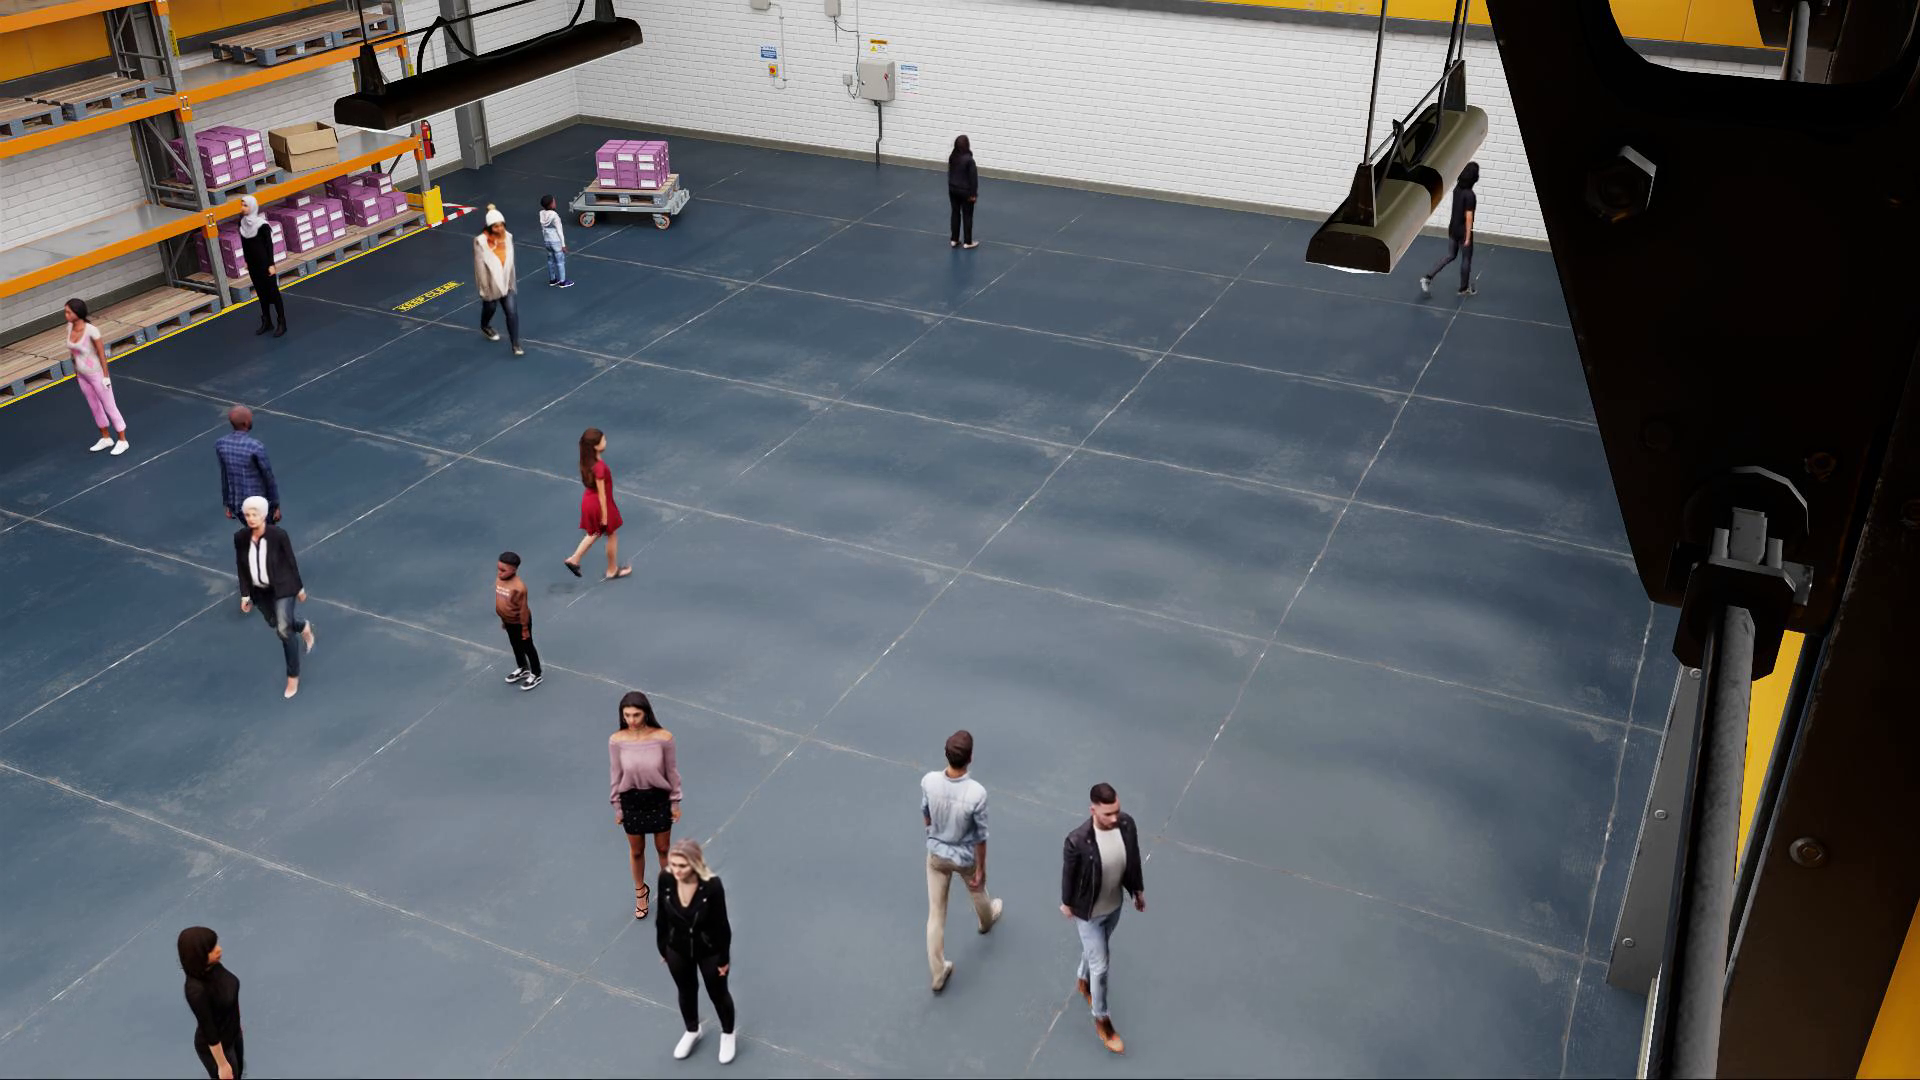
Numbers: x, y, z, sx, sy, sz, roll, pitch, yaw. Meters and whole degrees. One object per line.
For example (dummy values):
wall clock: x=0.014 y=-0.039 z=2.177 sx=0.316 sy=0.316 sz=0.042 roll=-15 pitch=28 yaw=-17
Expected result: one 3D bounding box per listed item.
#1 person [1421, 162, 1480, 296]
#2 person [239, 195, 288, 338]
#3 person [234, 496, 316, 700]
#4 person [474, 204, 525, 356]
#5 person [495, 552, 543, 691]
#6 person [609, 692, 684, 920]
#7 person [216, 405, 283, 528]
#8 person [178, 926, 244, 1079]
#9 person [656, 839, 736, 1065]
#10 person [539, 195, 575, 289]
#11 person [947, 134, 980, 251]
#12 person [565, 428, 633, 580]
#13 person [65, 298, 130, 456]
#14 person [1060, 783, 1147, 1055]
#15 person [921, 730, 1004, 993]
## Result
person: x=6.530 y=-4.077 z=21.912 sx=1.101 sy=1.810 sz=1.064 roll=-8 pitch=30 yaw=-15
person: x=-8.717 y=-3.426 z=20.751 sx=0.618 sy=1.780 sz=0.552 roll=10 pitch=30 yaw=17
person: x=-5.663 y=0.400 z=13.874 sx=0.921 sy=1.759 sz=1.149 roll=3 pitch=29 yaw=6
person: x=-5.681 y=-3.190 z=20.251 sx=1.210 sy=1.843 sz=1.104 roll=-21 pitch=35 yaw=-33
person: x=-3.681 y=0.647 z=13.834 sx=0.556 sy=1.252 sz=0.533 roll=21 pitch=35 yaw=33
person: x=-2.102 y=1.786 z=11.163 sx=0.707 sy=1.811 sz=0.710 roll=-3 pitch=29 yaw=-6
person: x=-6.446 y=-0.308 z=15.026 sx=0.830 sy=1.787 sz=1.066 roll=4 pitch=29 yaw=7
person: x=-4.197 y=2.835 z=9.417 sx=0.722 sy=1.641 sz=0.641 roll=-7 pitch=29 yaw=-13
person: x=-1.580 y=2.467 z=10.053 sx=0.682 sy=1.679 sz=0.658 roll=4 pitch=29 yaw=7
person: x=-5.480 y=-4.036 z=22.410 sx=0.497 sy=1.261 sz=0.515 roll=16 pitch=33 yaw=27
person: x=0.031 y=-4.979 z=23.768 sx=0.696 sy=1.616 sz=0.692 roll=20 pitch=34 yaw=32
person: x=-3.384 y=-0.301 z=15.273 sx=0.928 sy=1.538 sz=0.776 roll=-19 pitch=34 yaw=-31
person: x=-9.224 y=-1.745 z=17.708 sx=0.598 sy=1.741 sz=0.527 roll=10 pitch=30 yaw=18
person: x=0.821 y=2.214 z=10.372 sx=0.952 sy=1.816 sz=0.959 roll=-19 pitch=34 yaw=-31
person: x=-0.074 y=2.082 z=10.620 sx=0.706 sy=1.810 sz=1.123 roll=10 pitch=30 yaw=17
